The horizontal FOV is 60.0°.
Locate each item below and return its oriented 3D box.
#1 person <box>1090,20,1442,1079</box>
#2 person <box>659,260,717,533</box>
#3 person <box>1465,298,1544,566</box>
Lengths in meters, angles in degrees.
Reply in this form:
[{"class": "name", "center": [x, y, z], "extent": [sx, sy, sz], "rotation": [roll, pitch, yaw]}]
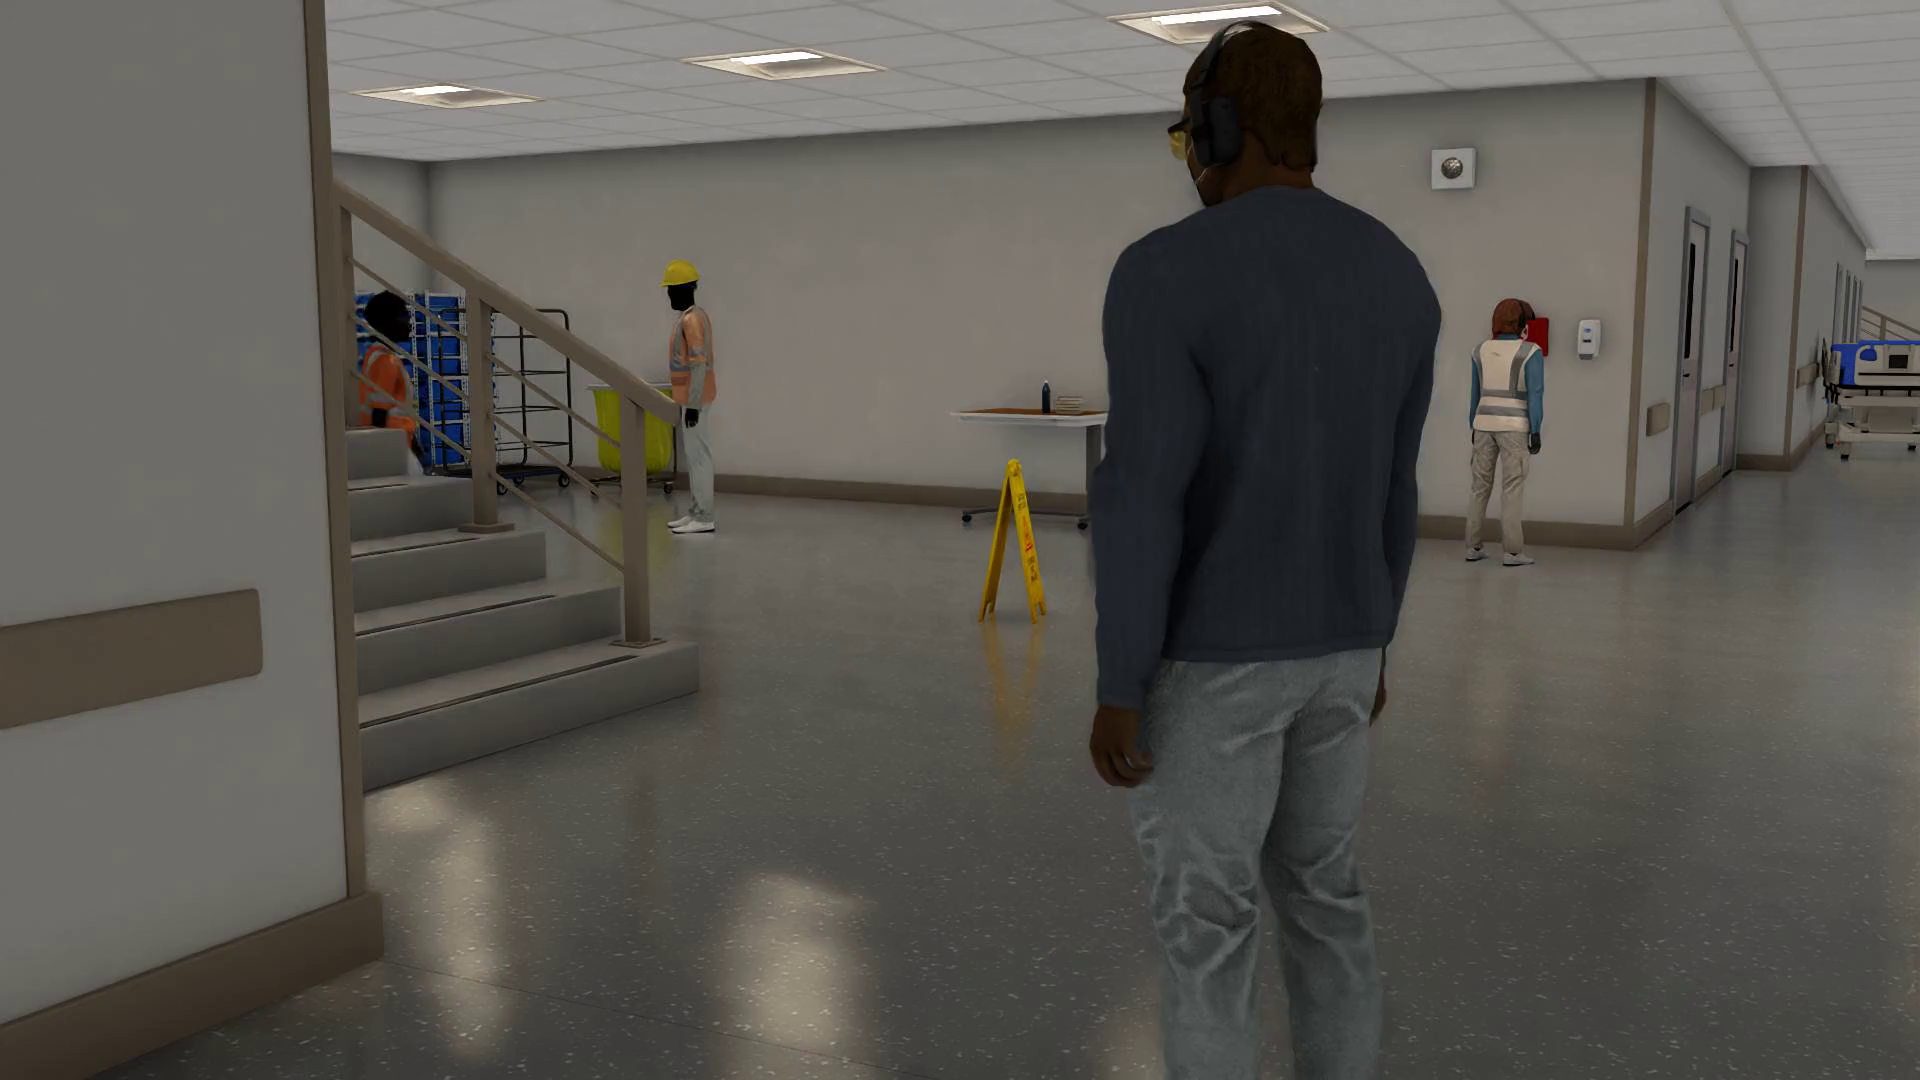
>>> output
[{"class": "person", "center": [0.457, 0.186, 2.568], "extent": [0.631, 1.931, 0.382], "rotation": [-5, 9, -34]}, {"class": "person", "center": [-1.912, -1.005, 11.739], "extent": [0.383, 1.923, 0.588], "rotation": [-1, 8, -11]}, {"class": "person", "center": [3.331, -0.657, 10.192], "extent": [0.318, 1.630, 0.514], "rotation": [-5, 9, -36]}]
